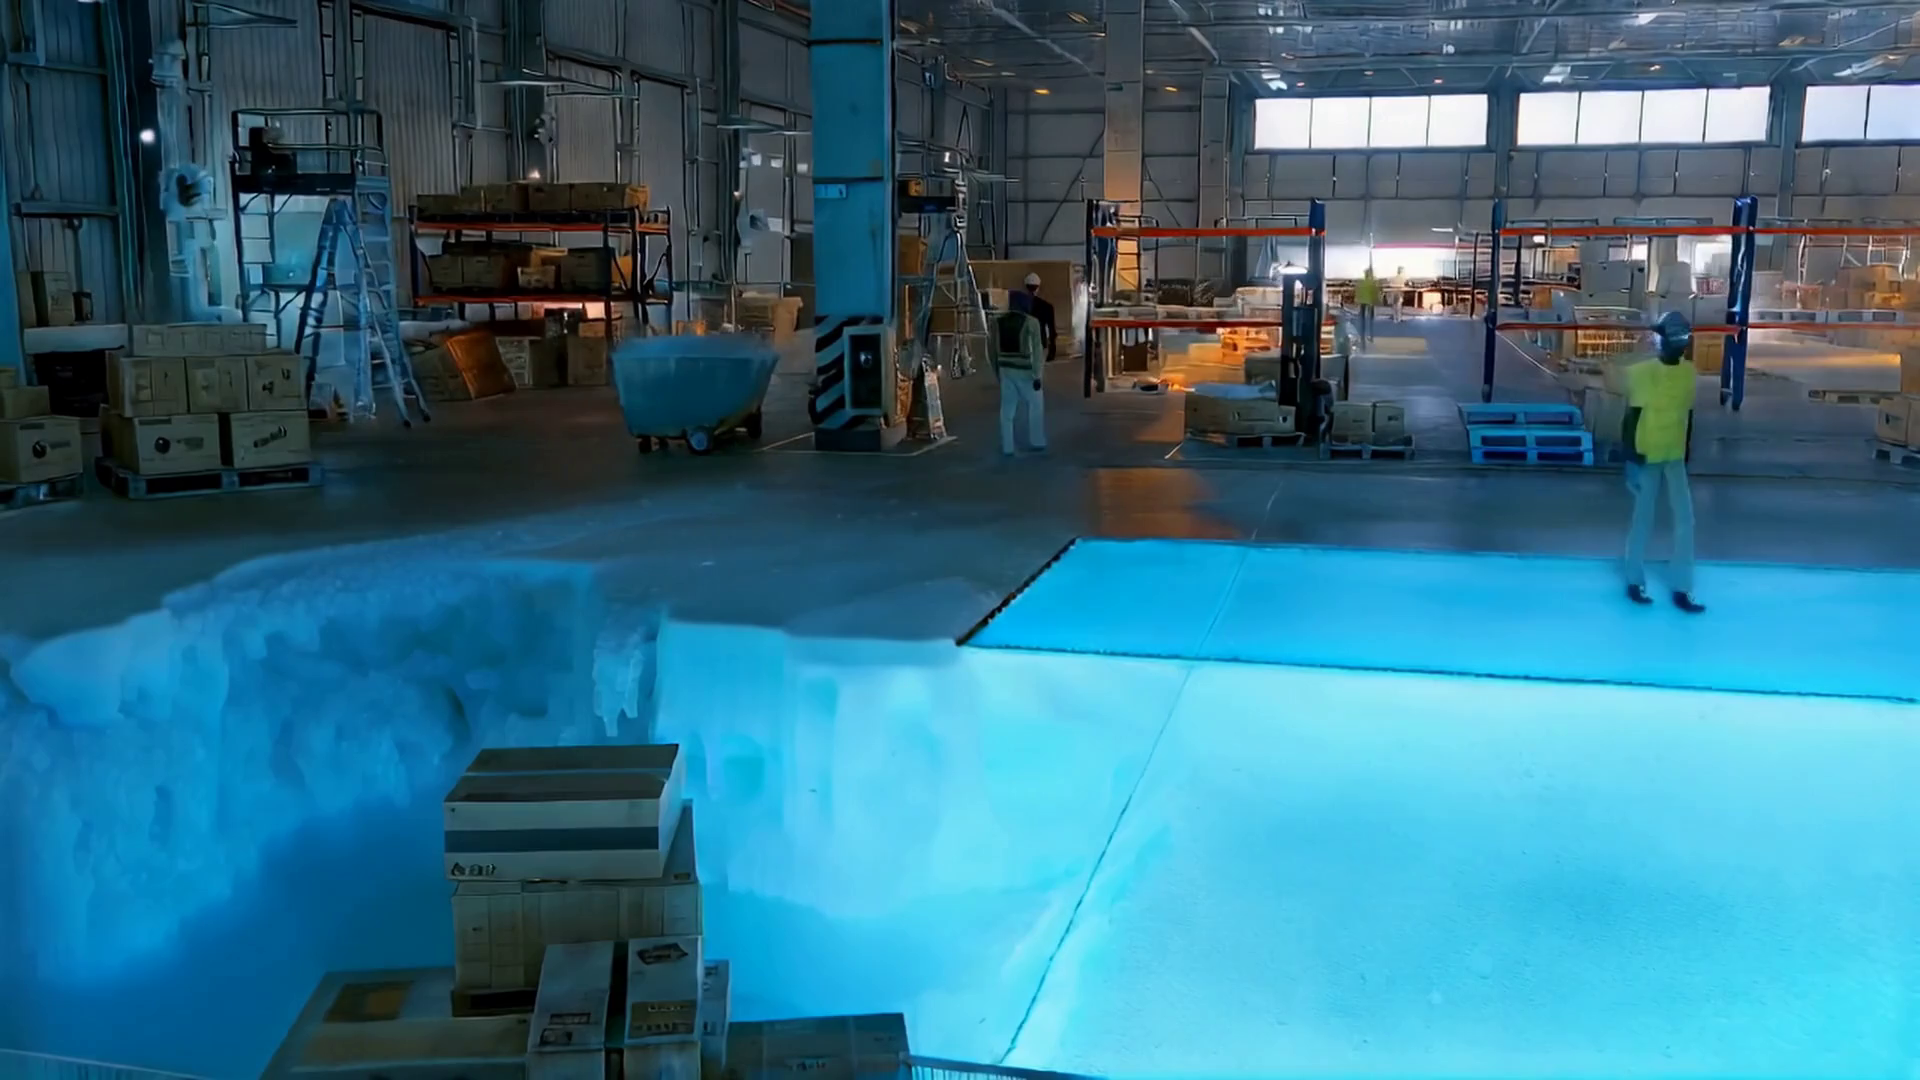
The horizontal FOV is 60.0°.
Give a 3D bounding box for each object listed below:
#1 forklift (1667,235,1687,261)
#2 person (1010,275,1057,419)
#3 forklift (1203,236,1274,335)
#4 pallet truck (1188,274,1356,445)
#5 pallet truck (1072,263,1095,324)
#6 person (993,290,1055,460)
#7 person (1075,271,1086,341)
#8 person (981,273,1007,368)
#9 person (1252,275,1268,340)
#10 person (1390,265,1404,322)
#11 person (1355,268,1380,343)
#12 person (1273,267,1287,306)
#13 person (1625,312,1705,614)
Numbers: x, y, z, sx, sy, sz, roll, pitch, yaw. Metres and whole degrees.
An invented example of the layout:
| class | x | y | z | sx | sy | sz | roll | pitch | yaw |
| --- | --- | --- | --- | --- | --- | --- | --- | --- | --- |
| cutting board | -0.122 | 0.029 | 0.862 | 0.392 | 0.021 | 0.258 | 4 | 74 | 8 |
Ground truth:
| class | x | y | z | sx | sy | sz | roll | pitch | yaw |
| --- | --- | --- | --- | --- | --- | --- | --- | --- | --- |
| forklift | 21.023 | -7.585 | 49.067 | 1.873 | 2.768 | 1.129 | 1 | 10 | 5 |
| person | 0.991 | -2.607 | 22.533 | 0.641 | 1.944 | 1.038 | 1 | 10 | 8 |
| forklift | 7.821 | -7.131 | 46.389 | 1.873 | 2.768 | 1.129 | 2 | 10 | 14 |
| pallet truck | 3.653 | -2.138 | 19.590 | 1.885 | 1.965 | 0.823 | -4 | 10 | -20 |
| pallet truck | 4.325 | -8.180 | 55.162 | 0.823 | 1.965 | 1.885 | 6 | 11 | 31 |
| person | 0.724 | -1.795 | 18.102 | 0.661 | 1.811 | 0.833 | 7 | 12 | 36 |
| person | 3.188 | -6.068 | 43.213 | 0.404 | 1.832 | 0.547 | -6 | 11 | -29 |
| person | 0.685 | -4.317 | 32.778 | 0.580 | 1.882 | 0.383 | -5 | 11 | -26 |
| person | 7.921 | -6.101 | 43.689 | 0.370 | 1.729 | 0.509 | -3 | 10 | -16 |
| person | 14.819 | -8.343 | 56.358 | 0.418 | 1.921 | 0.609 | 5 | 11 | 29 |
| person | 10.336 | -5.926 | 42.173 | 0.635 | 1.909 | 0.865 | 1 | 10 | 7 |
| person | 9.671 | -7.204 | 49.692 | 0.651 | 1.920 | 0.522 | 1 | 10 | 7 |
| person | 4.330 | -0.464 | 10.199 | 0.523 | 1.842 | 0.798 | 0 | 10 | -3 |
